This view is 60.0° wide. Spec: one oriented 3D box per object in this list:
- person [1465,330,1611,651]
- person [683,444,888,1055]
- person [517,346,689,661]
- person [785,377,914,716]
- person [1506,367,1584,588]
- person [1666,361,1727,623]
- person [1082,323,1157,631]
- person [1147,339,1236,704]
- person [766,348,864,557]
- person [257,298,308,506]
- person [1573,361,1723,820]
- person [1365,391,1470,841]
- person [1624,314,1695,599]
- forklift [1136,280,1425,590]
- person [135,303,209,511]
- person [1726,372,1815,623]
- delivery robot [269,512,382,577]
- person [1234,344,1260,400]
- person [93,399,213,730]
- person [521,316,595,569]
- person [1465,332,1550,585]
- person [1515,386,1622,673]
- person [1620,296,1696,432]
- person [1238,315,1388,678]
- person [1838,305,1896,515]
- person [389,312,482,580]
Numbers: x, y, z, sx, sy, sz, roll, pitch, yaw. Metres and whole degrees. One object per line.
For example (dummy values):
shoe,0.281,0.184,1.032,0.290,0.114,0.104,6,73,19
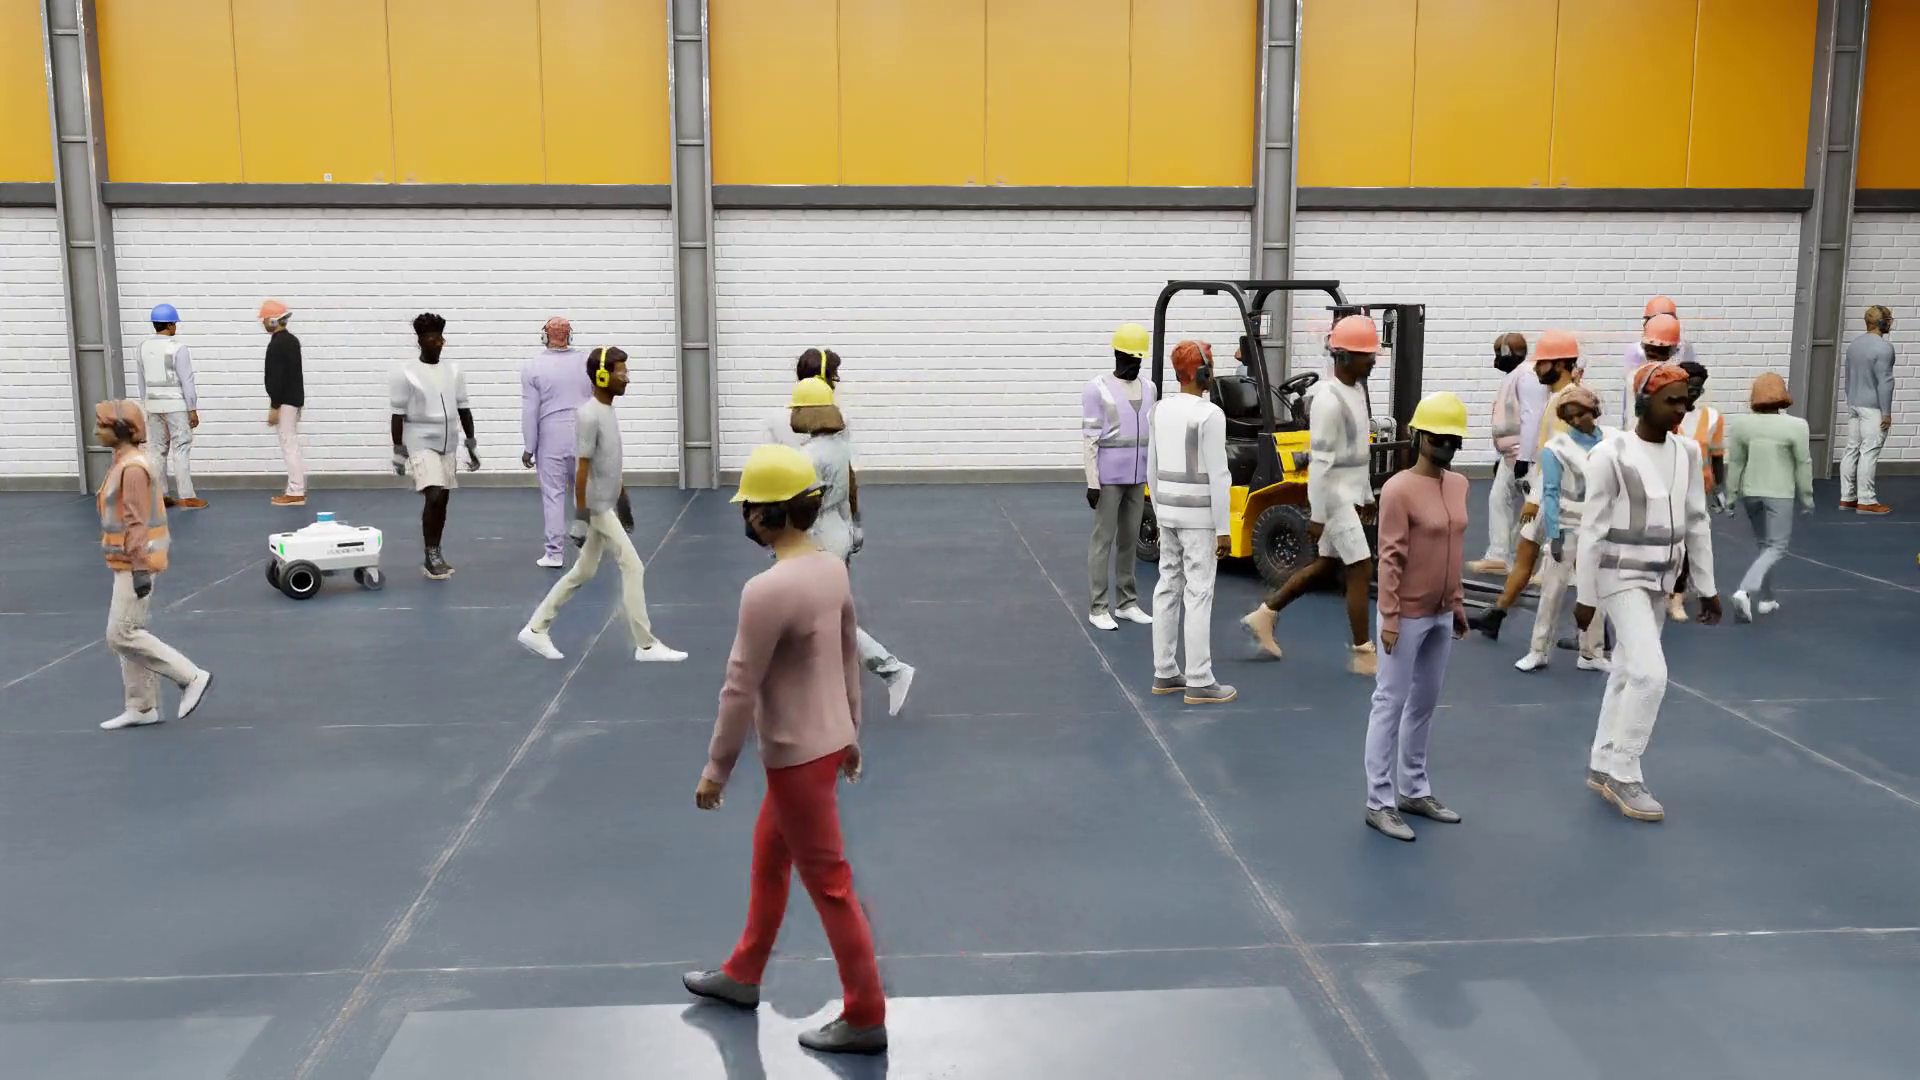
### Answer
person,3.425,-0.282,9.827,0.979,1.886,0.552,2,9,11
person,-0.555,0.598,4.748,0.817,1.732,0.535,3,9,17
person,-2.098,-0.196,9.500,0.962,1.819,0.528,-1,9,-5
person,-0.614,0.045,8.308,0.768,1.714,0.490,3,9,16
person,4.248,-0.486,12.009,0.530,1.592,0.867,-8,12,-40
person,4.586,-0.303,10.598,0.535,1.678,0.365,0,9,0
person,1.027,-0.400,10.457,0.585,1.918,0.377,-7,11,-37
person,1.202,-0.094,8.641,0.355,1.885,0.575,-6,11,-33
person,-0.794,-0.102,8.844,0.542,1.835,0.818,4,10,26
person,-6.517,-1.324,16.027,0.397,1.991,0.620,-1,9,-6
person,2.852,0.207,6.830,0.583,1.862,0.661,-5,10,-30
person,1.846,0.291,6.600,0.526,1.765,0.329,-7,12,-39
person,4.638,-0.524,11.116,0.690,1.961,0.643,-4,10,-24
forklift,2.301,-0.860,12.475,1.214,2.155,2.313,-6,11,-35
person,-7.437,-1.243,15.656,0.605,1.948,0.384,3,9,17
person,5.175,-0.279,10.685,0.745,1.597,0.502,-6,11,-33
delivery robot,-4.418,0.049,11.607,0.707,0.478,0.477,-6,11,-34
person,2.695,-1.084,15.638,0.283,1.633,0.501,-1,9,-5
person,-3.972,0.125,8.067,0.423,1.622,0.531,-5,11,-31
person,-3.022,-0.739,12.617,0.639,1.910,0.402,-6,11,-33
person,4.043,-0.593,12.043,0.686,1.796,0.665,0,9,3
person,3.417,-0.032,9.146,0.616,1.600,0.324,-3,10,-18
person,5.784,-1.006,13.870,0.610,2.043,0.397,-1,9,-6
person,2.017,-0.241,9.217,0.957,2.009,0.661,4,10,24
person,8.464,-1.209,15.471,0.369,1.940,0.631,0,9,-3
person,-3.791,-0.681,12.152,0.660,1.945,0.609,6,11,35
